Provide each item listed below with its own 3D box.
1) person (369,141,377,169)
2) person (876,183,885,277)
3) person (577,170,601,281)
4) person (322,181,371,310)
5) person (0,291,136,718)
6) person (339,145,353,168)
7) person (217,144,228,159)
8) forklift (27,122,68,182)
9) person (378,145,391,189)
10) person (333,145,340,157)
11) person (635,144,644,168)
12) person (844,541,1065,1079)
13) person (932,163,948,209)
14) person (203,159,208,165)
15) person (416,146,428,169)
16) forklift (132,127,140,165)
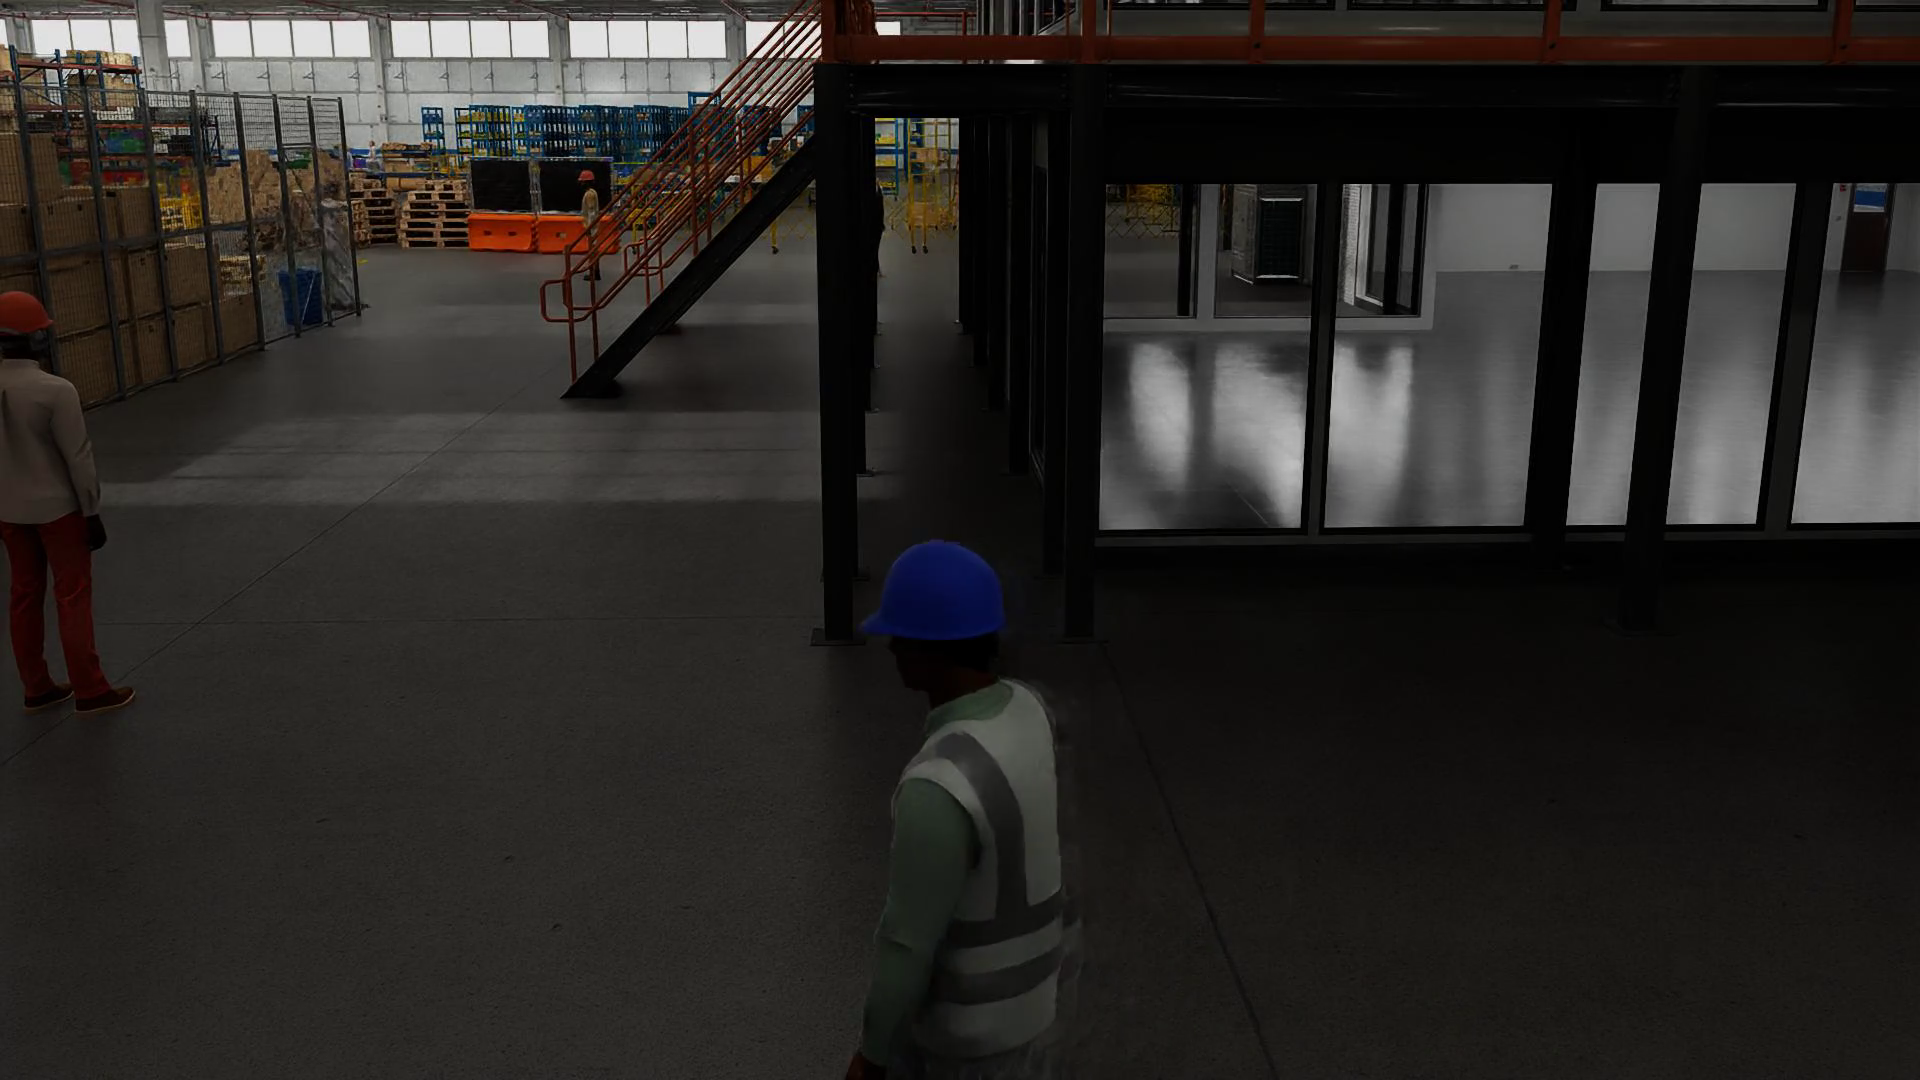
[{"bbox_3d":[-29.809,-19.304,84.456,0.409,1.912,0.642,-5,15,-18],"label":"person"},{"bbox_3d":[-1.627,-5.772,30.104,0.687,2.000,0.535,-9,17,-32],"label":"person"},{"bbox_3d":[-6.579,-5.589,29.575,0.349,1.942,0.543,-2,14,-9],"label":"person"},{"bbox_3d":[-9.162,-4.377,24.789,0.793,1.912,0.647,-4,15,-17],"label":"person"},{"bbox_3d":[-4.249,-0.149,7.719,0.612,1.997,0.375,3,14,13],"label":"person"},{"bbox_3d":[-27.438,-16.759,74.441,0.592,1.832,0.404,2,14,8],"label":"person"},{"bbox_3d":[-38.850,-20.027,87.697,0.490,1.733,0.578,12,18,39],"label":"person"},{"bbox_3d":[-35.376,-14.773,64.377,1.129,2.768,1.873,-1,14,-2],"label":"forklift"},{"bbox_3d":[-23.227,-15.055,67.533,0.997,1.895,0.655,2,14,7],"label":"person"},{"bbox_3d":[-32.703,-19.929,87.328,0.487,1.727,0.406,7,16,25],"label":"person"},{"bbox_3d":[-16.278,-19.193,84.245,0.824,1.804,0.600,5,15,20],"label":"person"},{"bbox_3d":[-0.096,0.936,3.513,0.828,1.918,0.627,4,15,16],"label":"person"},{"bbox_3d":[-0.567,-10.143,47.964,0.587,1.849,0.553,11,18,36],"label":"person"},{"bbox_3d":[-30.456,-14.838,67.043,0.317,1.697,0.538,4,15,14],"label":"person"},{"bbox_3d":[-24.805,-17.289,76.578,0.709,1.821,0.577,10,17,34],"label":"person"},{"bbox_3d":[-37.543,-17.924,76.973,1.129,2.768,1.873,-13,19,-42],"label":"forklift"}]
